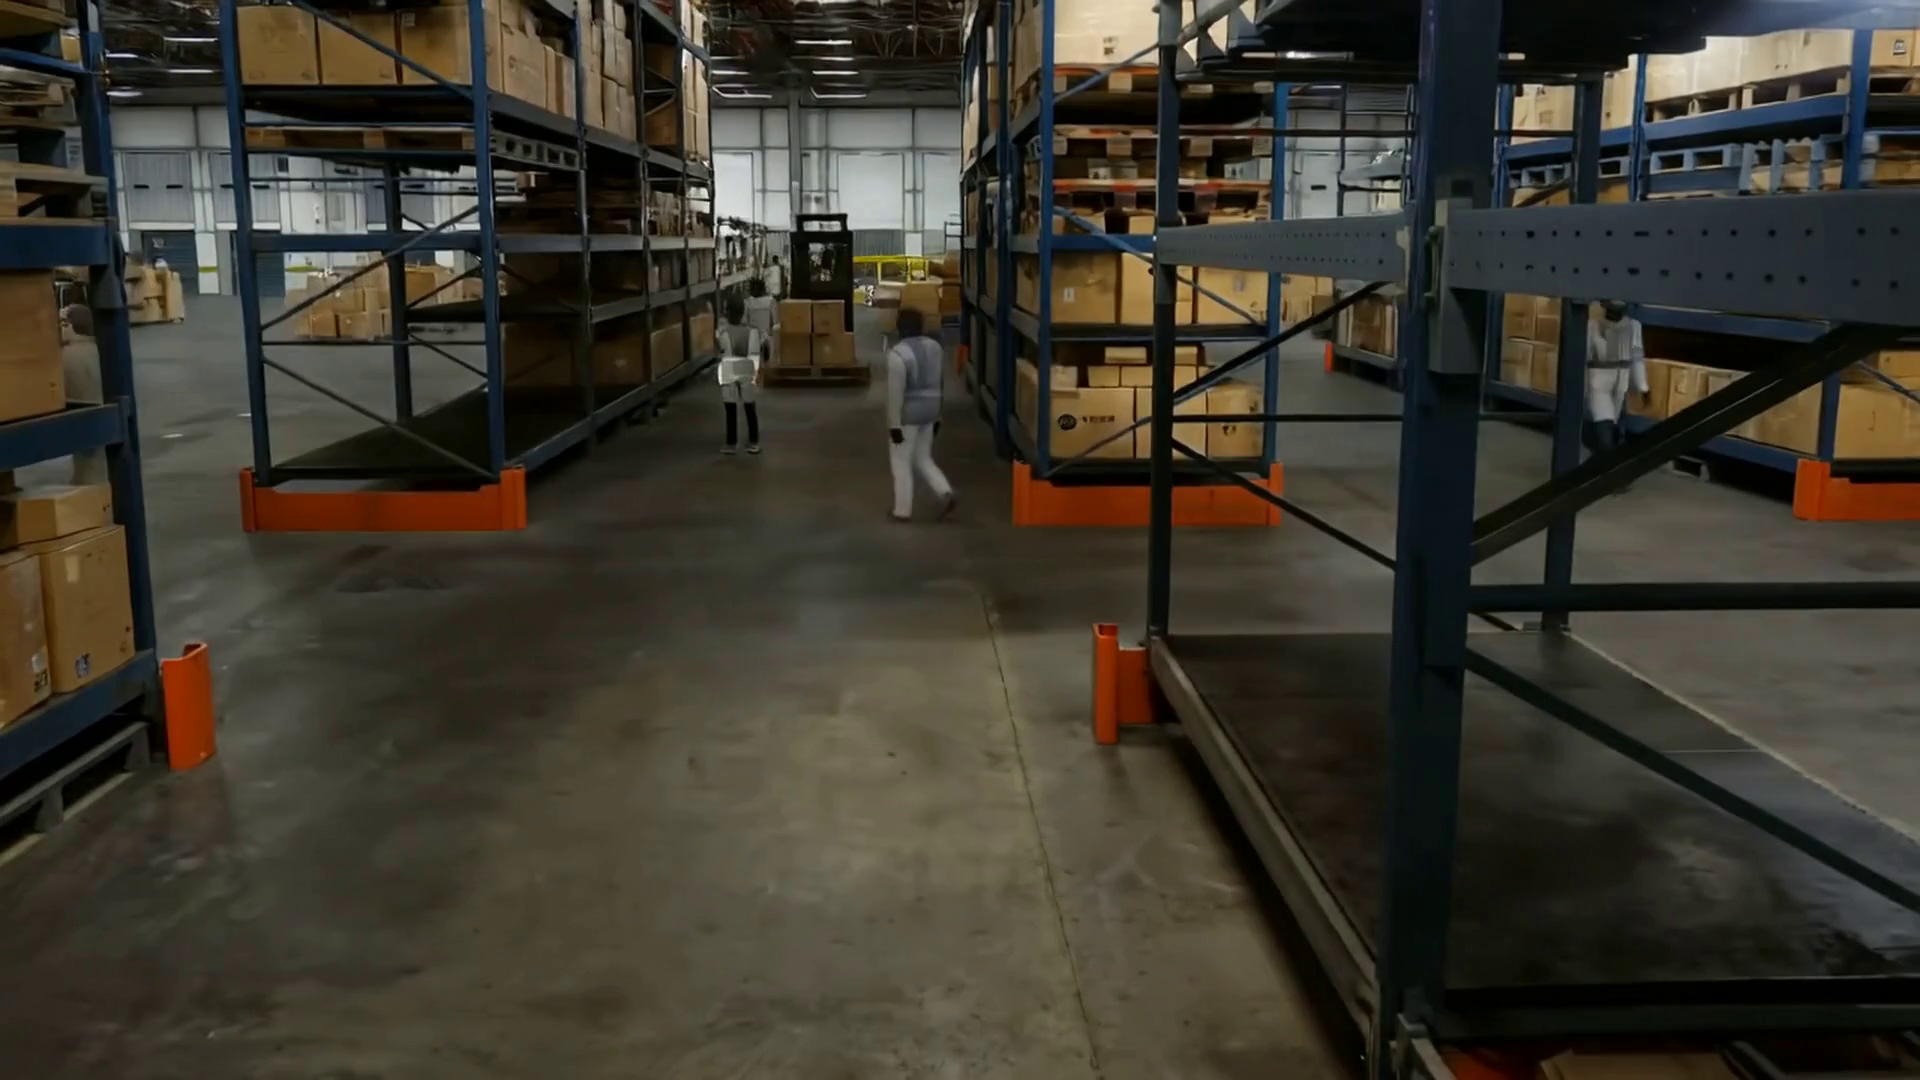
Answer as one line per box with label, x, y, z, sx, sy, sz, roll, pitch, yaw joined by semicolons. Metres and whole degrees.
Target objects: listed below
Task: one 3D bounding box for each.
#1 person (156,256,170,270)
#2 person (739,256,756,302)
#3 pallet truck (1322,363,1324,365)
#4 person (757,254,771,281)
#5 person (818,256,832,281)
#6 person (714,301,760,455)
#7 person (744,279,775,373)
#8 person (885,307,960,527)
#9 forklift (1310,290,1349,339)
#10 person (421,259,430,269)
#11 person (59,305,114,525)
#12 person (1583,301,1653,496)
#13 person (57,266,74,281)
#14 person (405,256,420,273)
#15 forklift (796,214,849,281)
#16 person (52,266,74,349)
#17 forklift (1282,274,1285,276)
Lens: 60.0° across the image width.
person;-27.989;-9.042;58.407;0.429;1.837;0.620;1;10;7
person;-7.722;-9.530;61.187;0.882;1.820;0.516;2;10;12
pallet truck;7.712;-4.157;30.737;1.885;1.965;0.823;3;11;16
person;-7.883;-10.583;66.918;0.555;1.855;0.999;0;10;3
person;-3.728;-6.915;46.188;0.373;1.966;0.607;-5;11;-25
person;-2.464;-1.793;18.403;0.539;1.696;0.319;-6;12;-29
person;-3.574;-3.788;29.583;0.547;1.670;0.695;-1;10;-5
person;-0.341;-0.989;13.588;0.596;1.821;0.639;9;14;42
forklift;9.410;-6.178;39.539;1.873;2.768;1.129;-5;12;-28
person;-20.046;-9.736;62.694;0.549;1.676;0.557;4;11;19
person;-6.718;-0.840;12.628;0.960;1.855;0.673;1;10;4
person;6.095;-1.416;15.490;0.613;1.987;1.041;-3;10;-14
person;-17.729;-4.528;32.973;0.553;1.935;0.364;-6;12;-30
person;-17.300;-8.064;52.795;0.985;1.888;0.655;7;12;34
forklift;-2.459;-4.460;29.969;1.129;2.768;1.873;0;10;-2
person;-17.402;-4.430;32.141;1.067;2.000;0.749;1;10;8
forklift;12.317;-10.212;62.011;1.129;2.768;1.873;-3;11;-17
